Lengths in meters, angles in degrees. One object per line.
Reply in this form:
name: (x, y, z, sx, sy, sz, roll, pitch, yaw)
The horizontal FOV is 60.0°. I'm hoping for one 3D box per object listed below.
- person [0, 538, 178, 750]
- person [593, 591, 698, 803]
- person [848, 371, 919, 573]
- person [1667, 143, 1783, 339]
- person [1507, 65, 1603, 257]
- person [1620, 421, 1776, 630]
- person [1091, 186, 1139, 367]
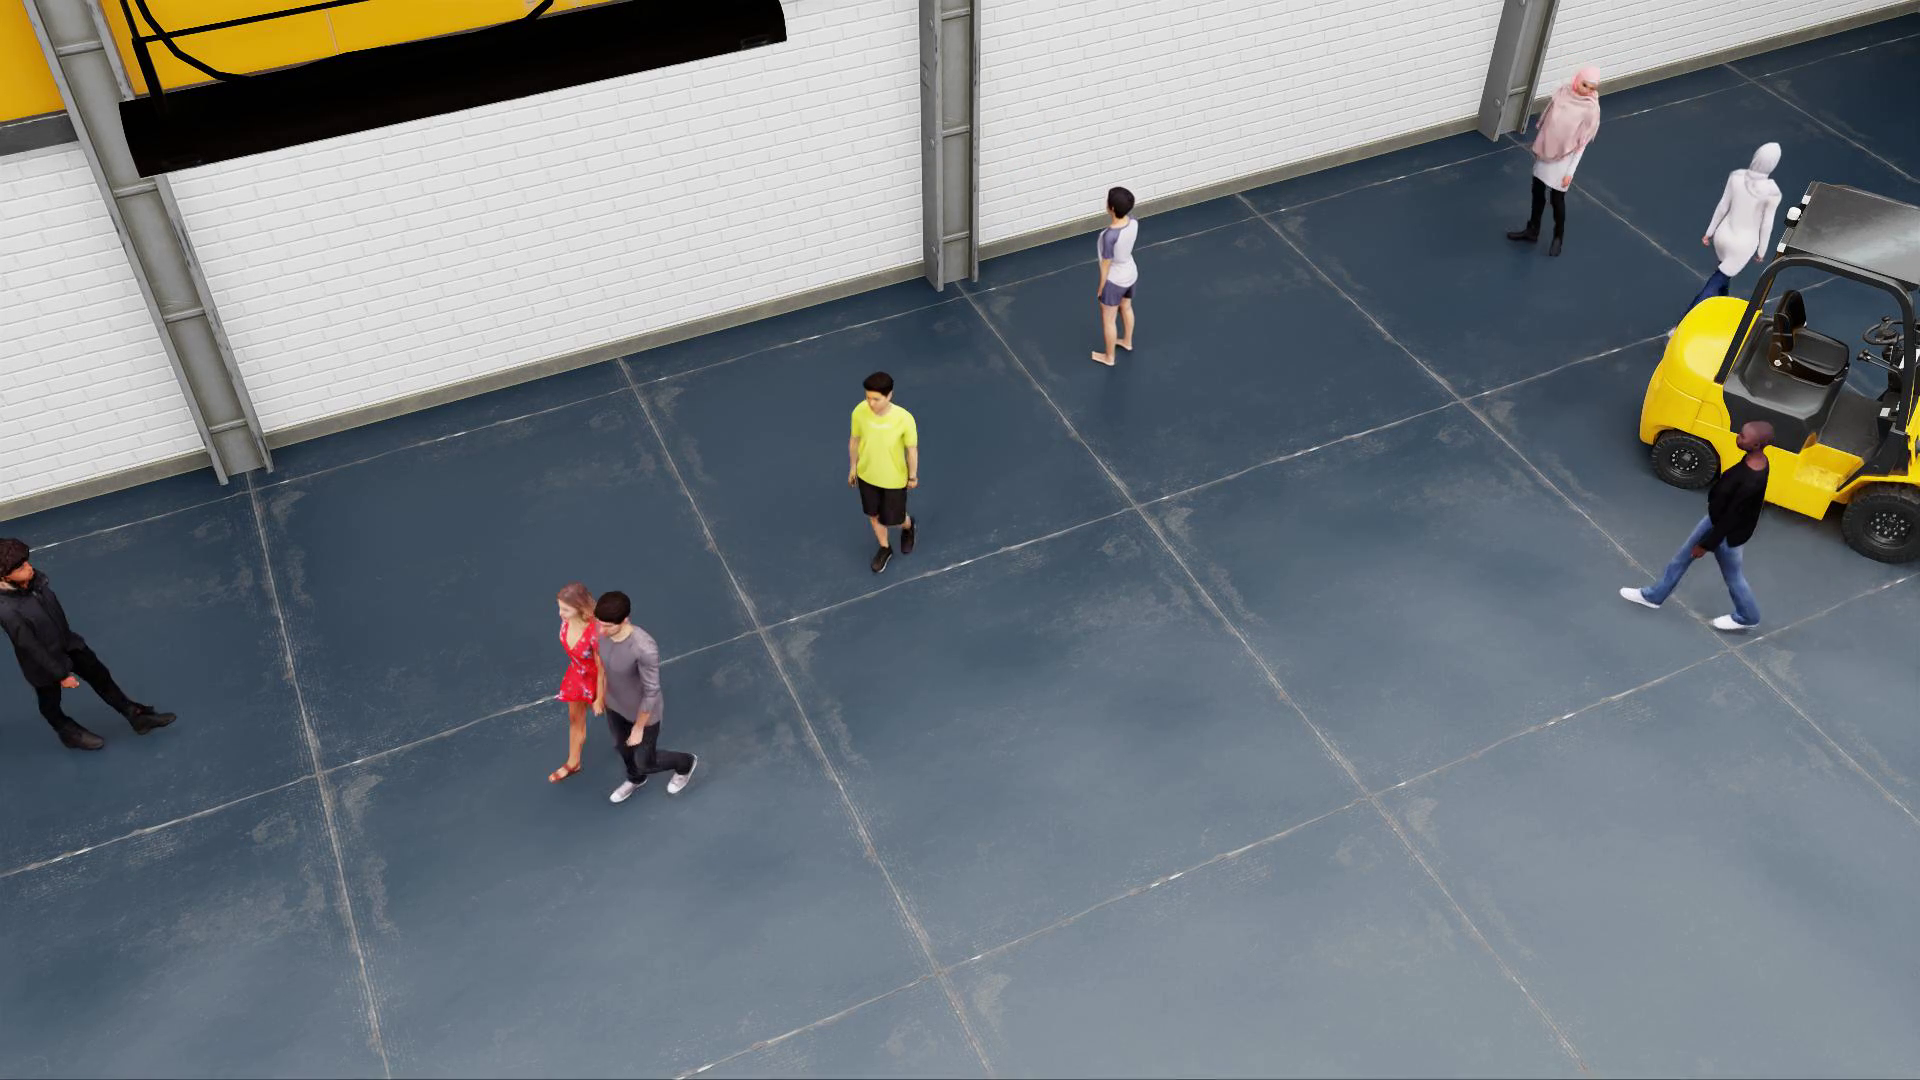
person: (-5.692, 0.689, 10.239, 1.074, 1.746, 0.913, 4, 44, 4)
person: (-1.881, 0.935, 9.918, 0.849, 1.832, 0.911, 35, 53, 31)
person: (-0.508, -0.518, 11.542, 0.822, 1.695, 0.883, 15, 46, 16)
person: (6.204, -2.357, 13.446, 1.166, 1.732, 0.707, -24, 49, -23)
person: (5.158, -3.332, 14.430, 0.600, 1.786, 0.695, -8, 44, -8)
person: (5.172, -0.034, 11.025, 1.190, 1.709, 1.088, 12, 45, 12)
person: (1.268, -2.126, 13.327, 0.715, 1.561, 0.610, 28, 50, 26)
